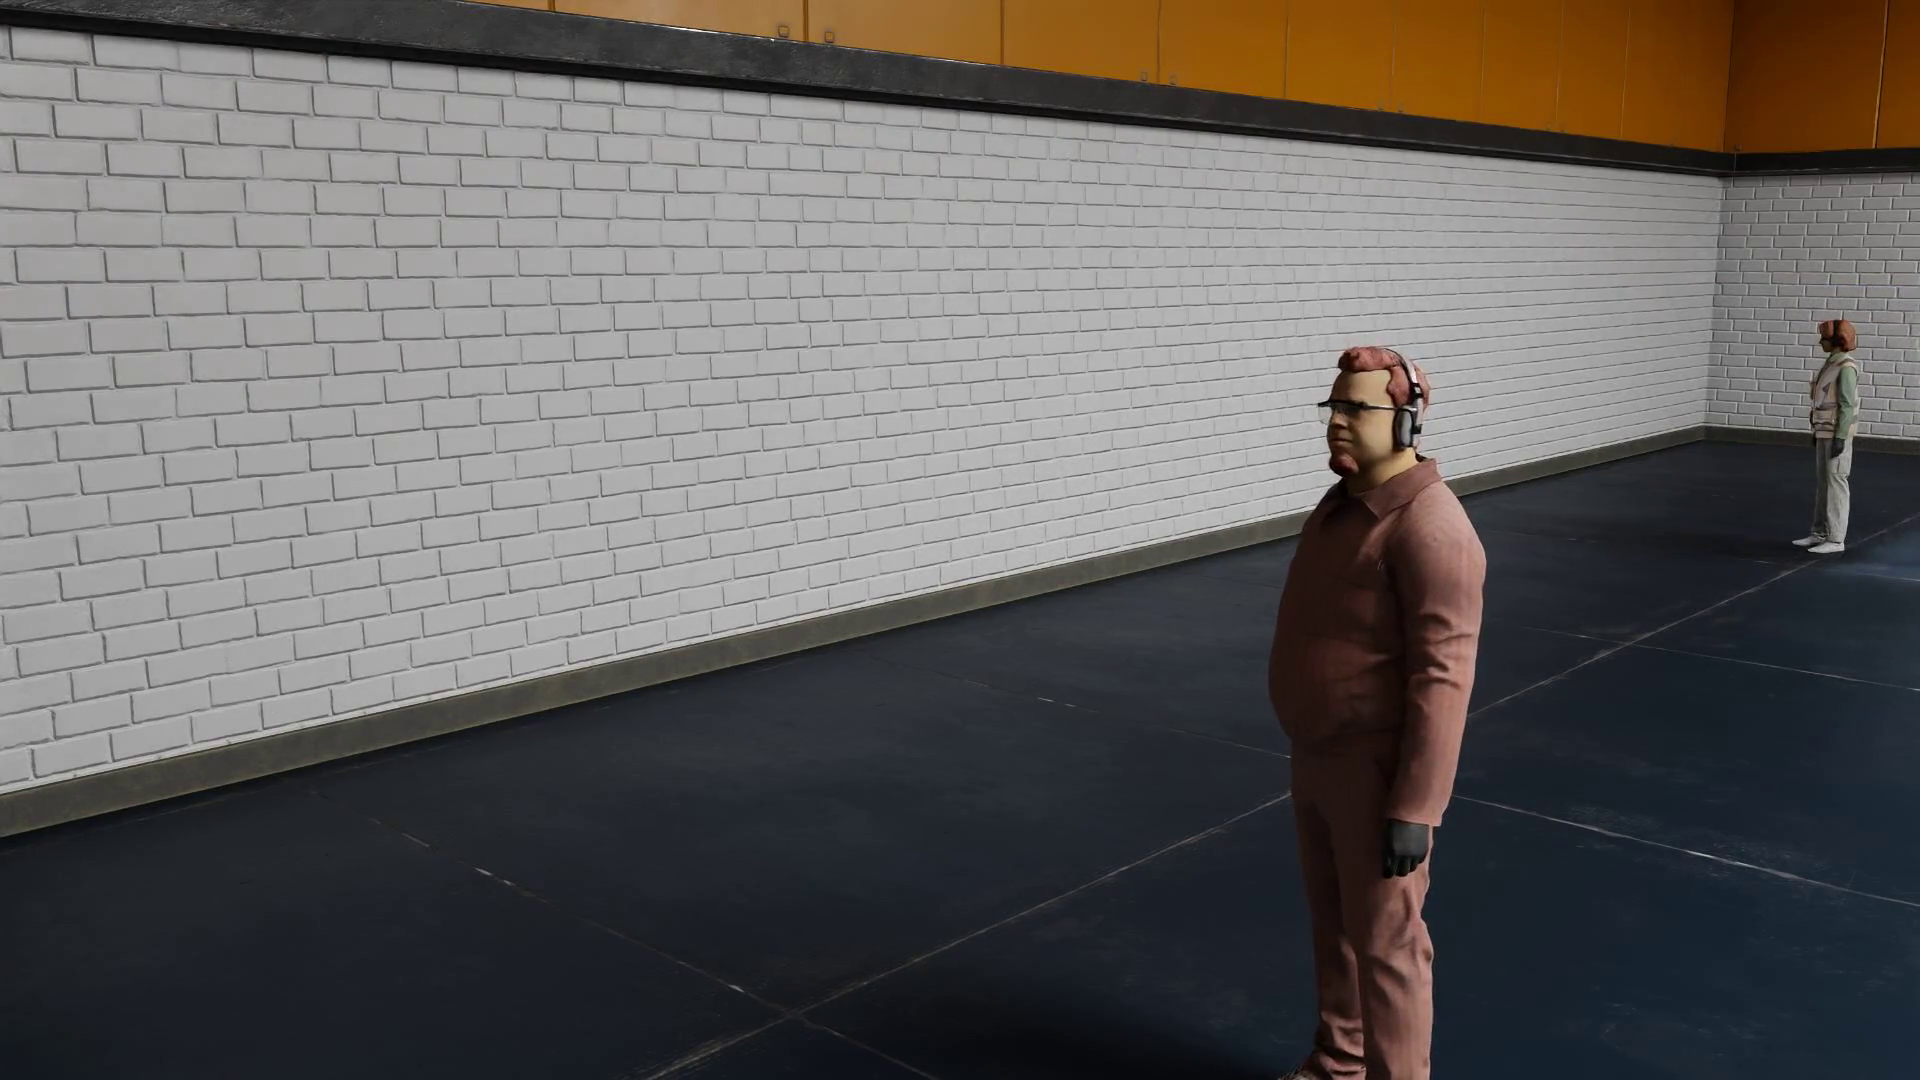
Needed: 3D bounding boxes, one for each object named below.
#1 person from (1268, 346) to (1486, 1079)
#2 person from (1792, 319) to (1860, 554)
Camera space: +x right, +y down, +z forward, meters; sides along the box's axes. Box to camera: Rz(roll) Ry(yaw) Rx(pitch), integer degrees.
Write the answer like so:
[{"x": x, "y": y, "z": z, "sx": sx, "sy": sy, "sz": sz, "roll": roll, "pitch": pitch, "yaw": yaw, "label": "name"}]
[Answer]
[{"x": 0.904, "y": 0.515, "z": 3.818, "sx": 0.409, "sy": 1.911, "sz": 0.651, "roll": -2, "pitch": 10, "yaw": -10, "label": "person"}, {"x": 6.099, "y": -0.721, "z": 11.634, "sx": 0.313, "sy": 1.637, "sz": 0.513, "roll": 2, "pitch": 10, "yaw": 12, "label": "person"}]
